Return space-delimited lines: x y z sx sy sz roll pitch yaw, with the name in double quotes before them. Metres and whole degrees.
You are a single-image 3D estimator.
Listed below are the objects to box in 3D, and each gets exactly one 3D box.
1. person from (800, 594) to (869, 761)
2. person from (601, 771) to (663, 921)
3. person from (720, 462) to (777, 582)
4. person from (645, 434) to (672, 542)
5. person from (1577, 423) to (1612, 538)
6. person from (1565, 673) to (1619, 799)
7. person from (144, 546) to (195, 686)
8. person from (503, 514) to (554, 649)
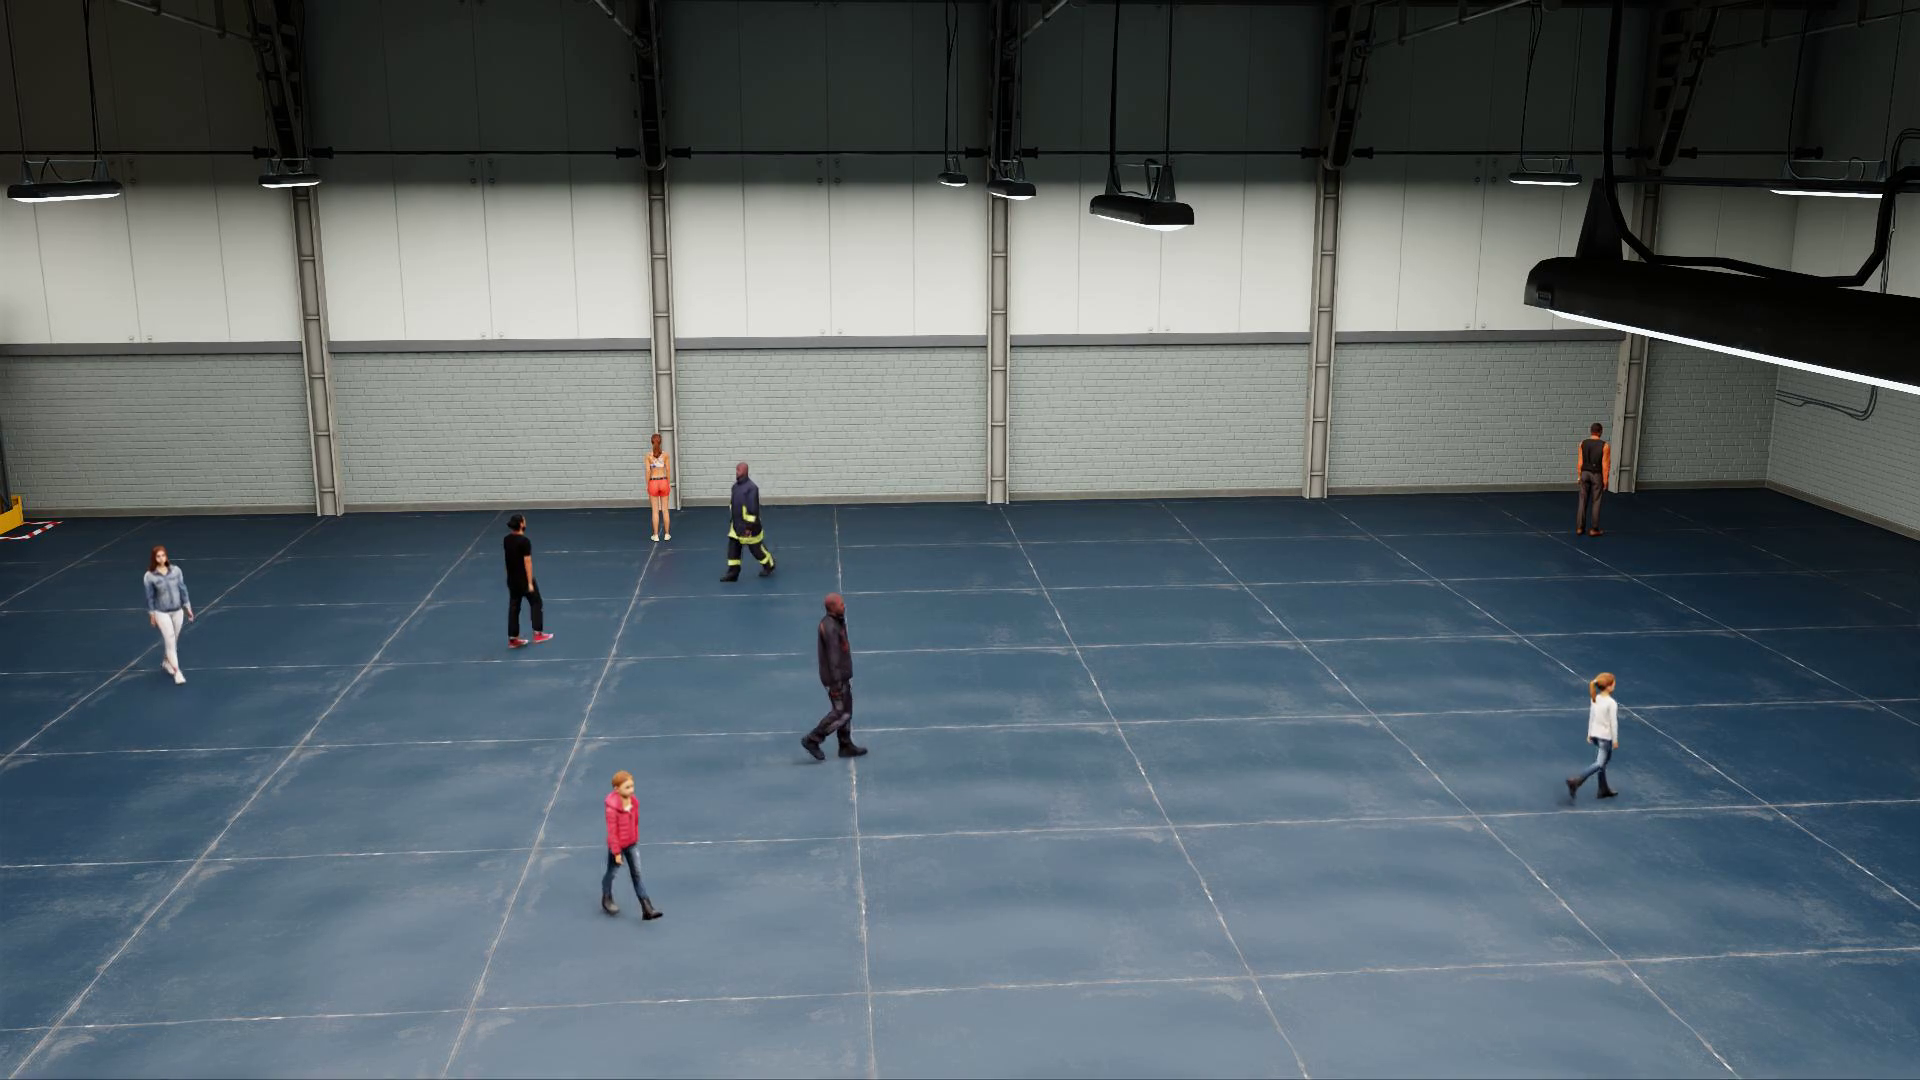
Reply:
"person" -1.378 1.447 17.490 0.994 1.811 0.765 -3 13 -11
"person" -2.873 2.554 13.889 0.935 1.279 0.895 12 17 41
"person" -3.143 -0.270 24.957 1.246 1.787 1.302 11 17 39
"person" -4.996 -0.878 27.574 0.576 1.791 0.684 -4 14 -18
"person" 10.627 -1.027 27.958 0.780 1.907 0.838 11 17 39
"person" 6.269 1.964 16.391 0.883 1.298 0.574 -4 14 -16
"person" -9.648 0.889 20.220 1.127 1.666 1.098 12 18 42
"person" -5.743 0.555 21.502 0.926 1.739 0.964 8 15 30
